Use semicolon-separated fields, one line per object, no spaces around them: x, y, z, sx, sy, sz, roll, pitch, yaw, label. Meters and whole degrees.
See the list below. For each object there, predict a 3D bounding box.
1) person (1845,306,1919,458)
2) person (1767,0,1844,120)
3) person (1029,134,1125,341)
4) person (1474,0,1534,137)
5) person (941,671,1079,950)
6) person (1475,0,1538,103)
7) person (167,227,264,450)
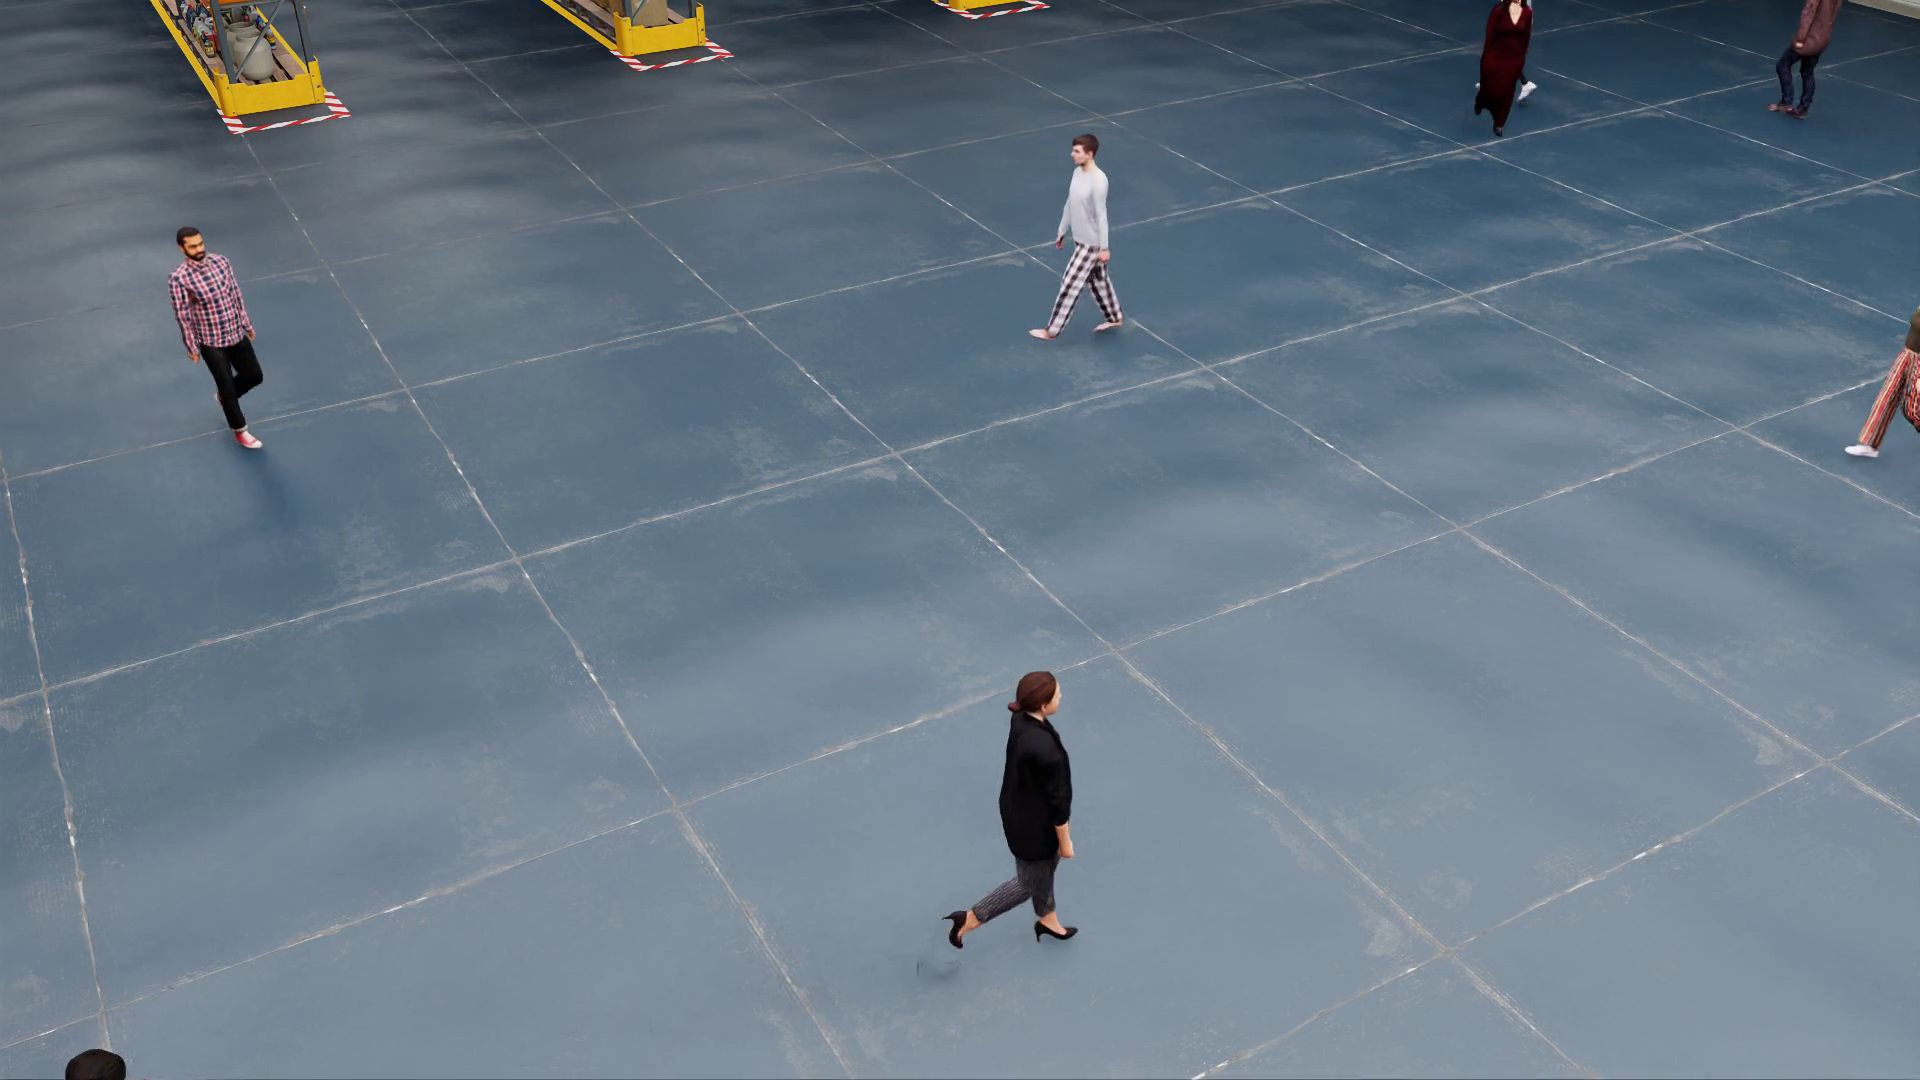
7.221;-1.290;12.416;0.919;1.542;1.033;-1;32;-2;person
9.944;-5.792;19.281;0.765;1.831;0.718;-19;37;-28;person
1.171;-2.555;14.179;0.867;1.799;1.153;-10;34;-16;person
6.133;-5.483;18.877;0.869;1.739;0.953;0;32;0;person
0.287;1.382;8.031;0.861;1.701;0.974;-8;33;-13;person
6.665;-6.129;19.898;0.699;1.742;1.165;-21;38;-30;person
-5.672;-1.567;12.661;0.989;1.748;0.914;18;36;26;person
